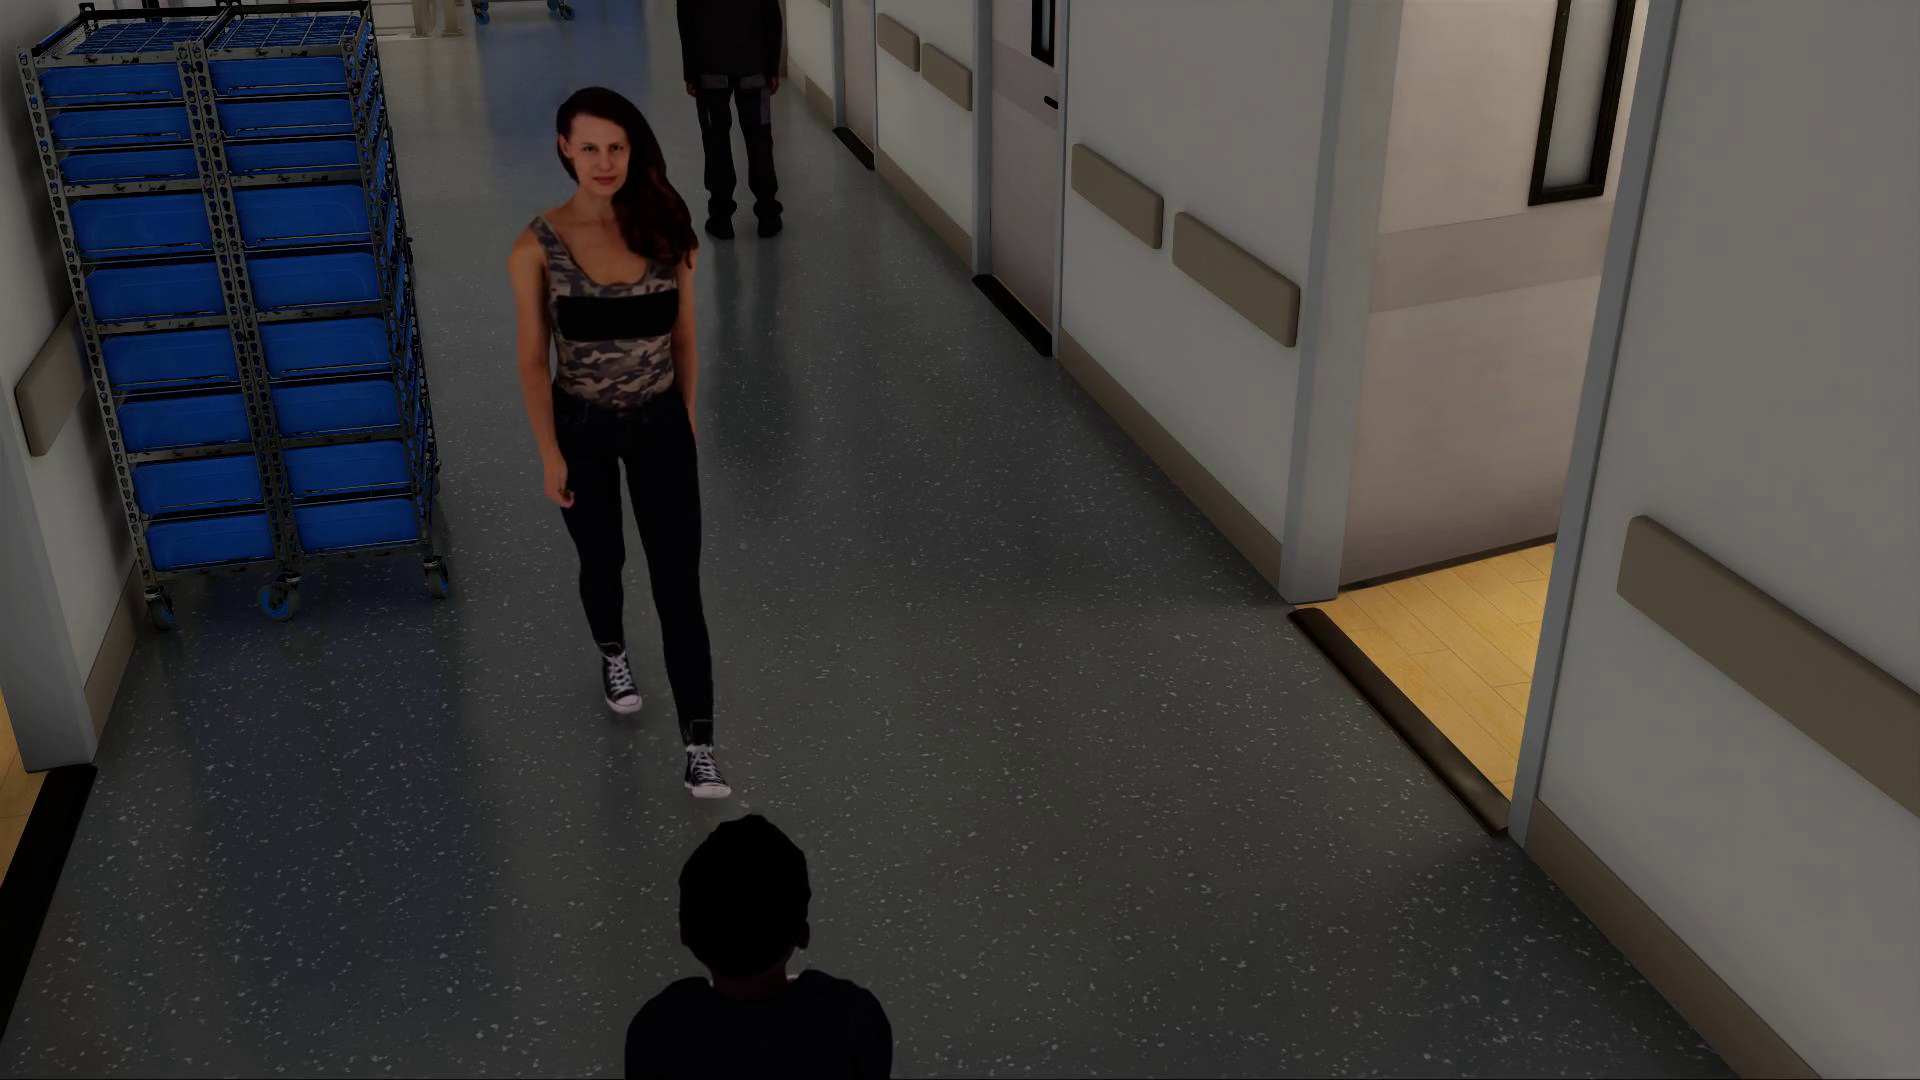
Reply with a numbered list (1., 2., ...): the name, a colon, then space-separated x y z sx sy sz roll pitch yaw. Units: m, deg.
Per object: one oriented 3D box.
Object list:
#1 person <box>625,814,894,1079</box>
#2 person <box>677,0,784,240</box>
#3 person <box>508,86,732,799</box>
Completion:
1. person: -0.256 0.930 2.278 0.525 1.271 0.540 -5 26 -9
2. person: -1.212 -2.521 8.796 0.721 1.825 0.622 -4 26 -8
3. person: -0.888 -0.253 4.216 0.686 1.719 1.154 -9 27 -18
